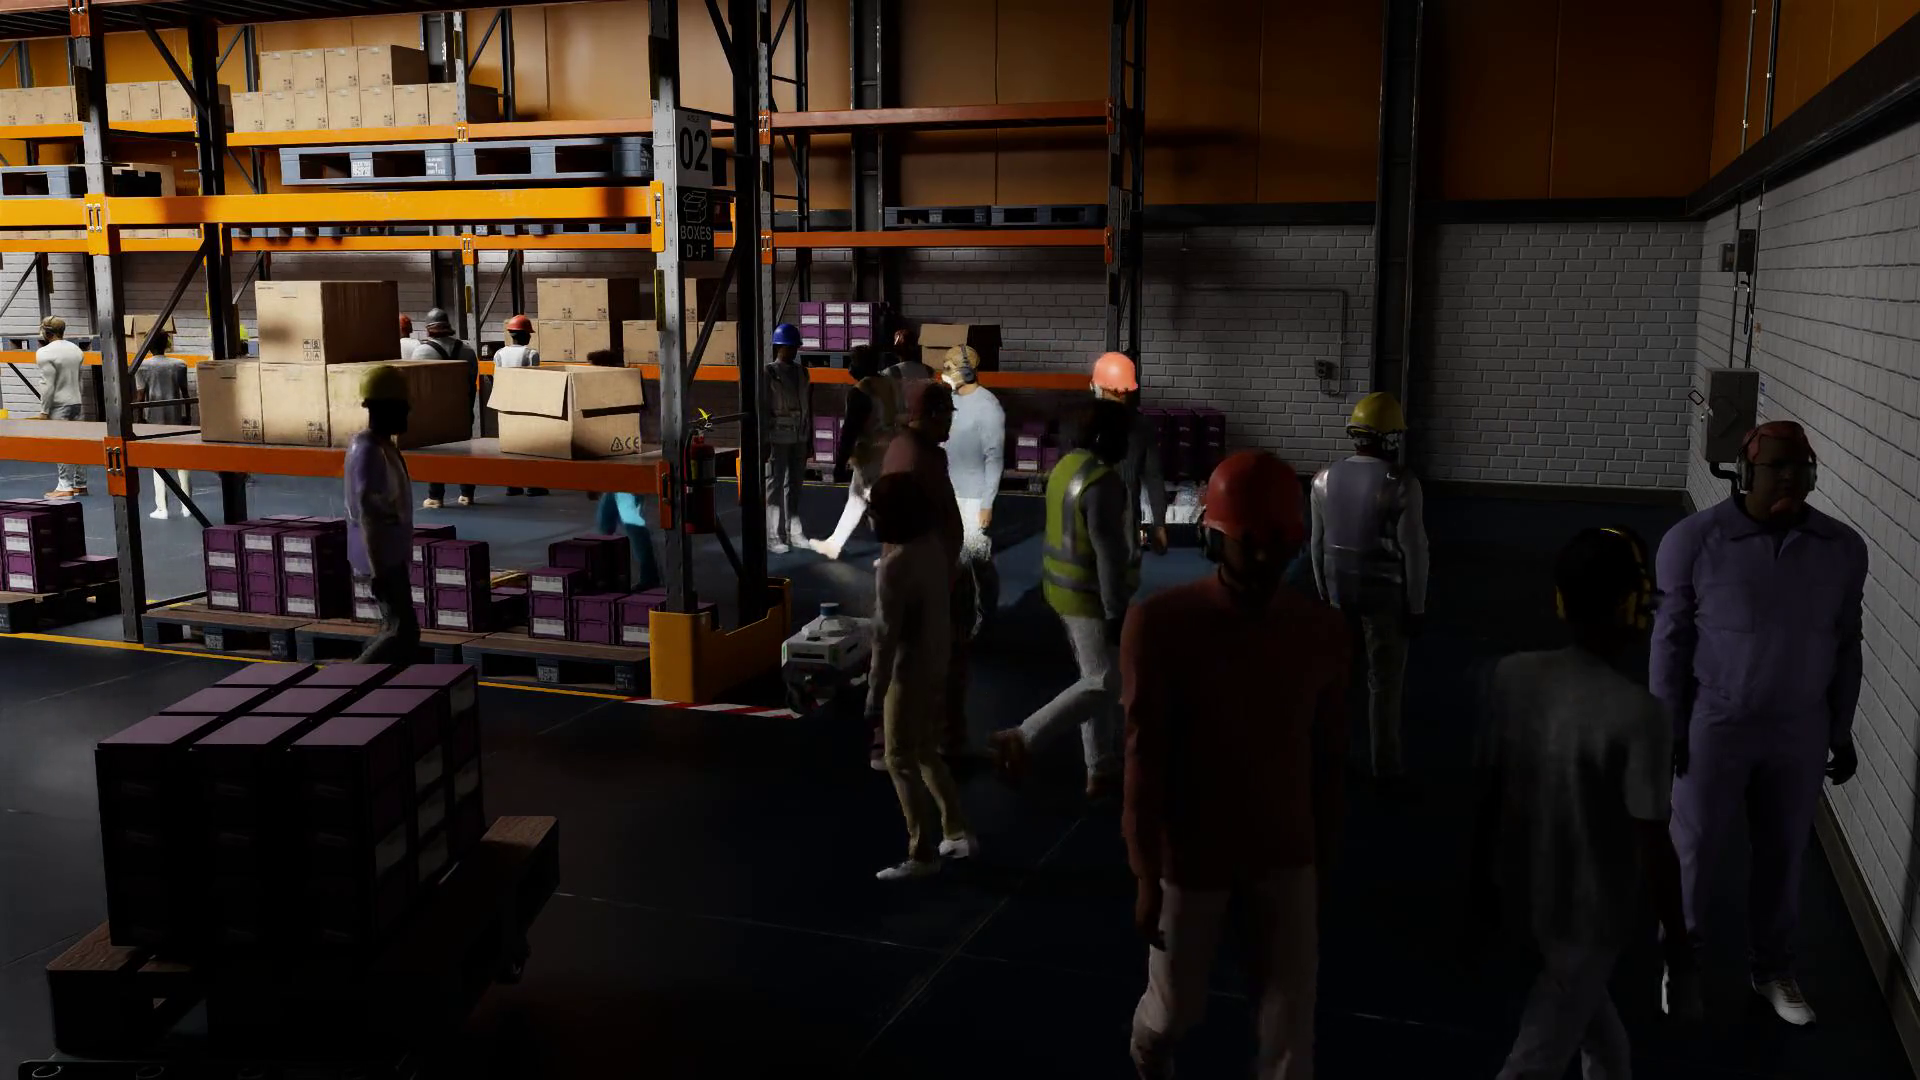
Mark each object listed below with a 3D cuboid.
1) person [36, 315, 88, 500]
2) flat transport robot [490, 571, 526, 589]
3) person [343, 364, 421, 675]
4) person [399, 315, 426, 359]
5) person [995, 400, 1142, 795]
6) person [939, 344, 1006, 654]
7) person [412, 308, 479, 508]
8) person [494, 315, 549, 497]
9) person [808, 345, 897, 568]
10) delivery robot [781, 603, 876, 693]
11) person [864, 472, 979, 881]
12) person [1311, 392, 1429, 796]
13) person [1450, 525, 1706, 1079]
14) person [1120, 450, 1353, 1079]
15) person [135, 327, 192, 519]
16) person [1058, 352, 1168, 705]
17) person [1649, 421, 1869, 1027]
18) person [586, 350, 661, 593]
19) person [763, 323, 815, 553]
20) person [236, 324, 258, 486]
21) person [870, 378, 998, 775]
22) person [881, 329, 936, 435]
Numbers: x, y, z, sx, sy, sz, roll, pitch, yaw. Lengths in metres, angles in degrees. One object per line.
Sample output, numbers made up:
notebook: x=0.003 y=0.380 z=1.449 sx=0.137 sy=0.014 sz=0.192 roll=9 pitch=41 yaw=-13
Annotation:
person: x=-9.474 y=-1.393 z=17.527 sx=0.371 sy=1.940 sz=0.630 roll=1 pitch=9 yaw=5
flat transport robot: x=-3.706 y=0.341 z=11.858 sx=1.431 sy=0.197 sz=0.652 roll=3 pitch=10 yaw=19
person: x=-2.911 y=0.077 z=8.357 sx=0.512 sy=1.916 sz=0.603 roll=-2 pitch=9 yaw=-10
person: x=-6.619 y=-1.748 z=19.928 sx=0.356 sy=1.884 sz=0.572 roll=8 pitch=12 yaw=43
person: x=0.501 y=0.285 z=7.400 sx=0.693 sy=1.812 sz=0.661 roll=-2 pitch=9 yaw=-12
person: x=0.046 y=-0.258 z=10.417 sx=0.371 sy=1.935 sz=0.627 roll=-5 pitch=10 yaw=-30
person: x=-5.268 y=-1.348 z=16.921 sx=0.675 sy=2.000 sz=0.536 roll=-8 pitch=12 yaw=-41
person: x=-4.684 y=-1.429 z=17.768 sx=0.549 sy=1.932 sz=0.375 roll=3 pitch=10 yaw=18
person: x=-0.825 y=-0.663 z=13.378 sx=0.942 sy=1.791 sz=0.657 roll=3 pitch=10 yaw=19
delivery robot: x=-0.714 y=0.589 z=9.118 sx=0.477 sy=0.478 sz=0.707 roll=2 pitch=9 yaw=15
person: x=-0.157 y=0.533 z=6.438 sx=0.375 sy=1.610 sz=0.565 roll=4 pitch=10 yaw=21
person: x=1.878 y=0.244 z=7.580 sx=0.404 sy=1.833 sz=0.590 roll=-8 pitch=12 yaw=-41
person: x=1.400 y=0.872 z=3.761 sx=1.036 sy=1.806 sz=0.551 roll=-3 pitch=10 yaw=-20
person: x=0.655 y=0.733 z=4.111 sx=0.608 sy=1.963 sz=0.848 roll=-1 pitch=9 yaw=-7
person: x=-7.726 y=-1.133 z=16.137 sx=0.533 sy=1.861 sz=0.311 roll=-8 pitch=12 yaw=-42
person: x=0.815 y=-0.109 z=9.441 sx=0.641 sy=1.950 sz=0.987 roll=-4 pitch=10 yaw=-22
person: x=2.504 y=0.578 z=5.234 sx=0.641 sy=1.913 sz=0.407 roll=1 pitch=9 yaw=5
person: x=-2.635 y=-0.497 z=12.319 sx=0.909 sy=1.799 sz=0.587 roll=1 pitch=9 yaw=5
person: x=-1.481 y=-0.869 z=14.205 sx=0.390 sy=1.946 sz=0.614 roll=7 pitch=11 yaw=37
person: x=-8.029 y=-1.501 z=18.615 sx=0.586 sy=1.811 sz=0.614 roll=0 pitch=9 yaw=-1
person: x=-0.086 y=0.185 z=7.815 sx=0.768 sy=1.869 sz=0.695 roll=0 pitch=9 yaw=-3
person: x=-0.471 y=-0.905 z=14.630 sx=0.574 sy=1.884 sz=0.356 roll=-8 pitch=12 yaw=-40
